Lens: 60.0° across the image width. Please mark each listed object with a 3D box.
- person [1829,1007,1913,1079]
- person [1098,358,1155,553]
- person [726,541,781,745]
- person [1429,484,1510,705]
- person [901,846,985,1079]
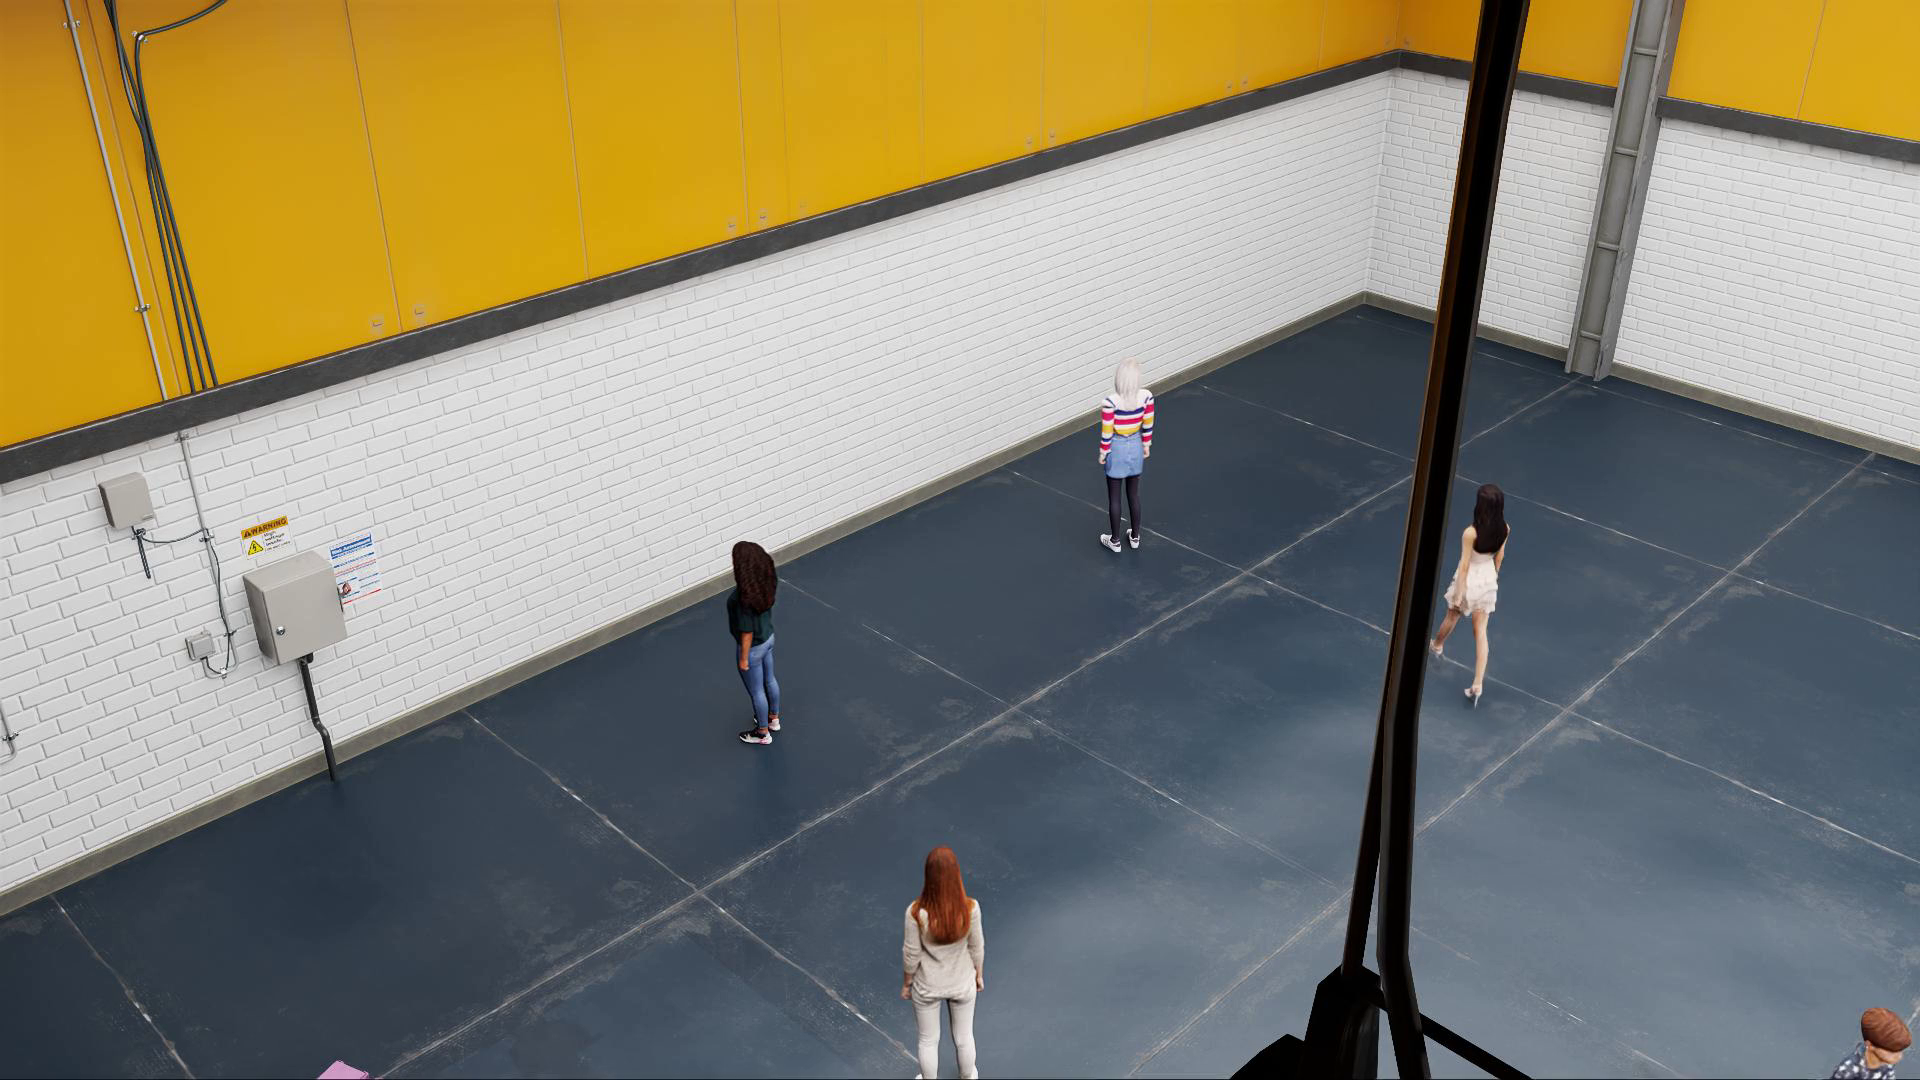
[{"bbox_3d":[4.379,2.863,8.313,0.676,1.426,0.810,-13,31,-23],"label":"person"},{"bbox_3d":[1.439,-0.754,14.545,0.717,1.808,0.666,-10,30,-18],"label":"person"},{"bbox_3d":[-1.483,0.737,12.013,0.713,1.615,0.691,10,30,18],"label":"person"},{"bbox_3d":[3.918,0.440,12.485,0.925,1.685,1.139,-8,30,-14],"label":"person"},{"bbox_3d":[-0.089,2.370,8.922,0.694,1.710,0.722,-4,29,-8],"label":"person"}]
